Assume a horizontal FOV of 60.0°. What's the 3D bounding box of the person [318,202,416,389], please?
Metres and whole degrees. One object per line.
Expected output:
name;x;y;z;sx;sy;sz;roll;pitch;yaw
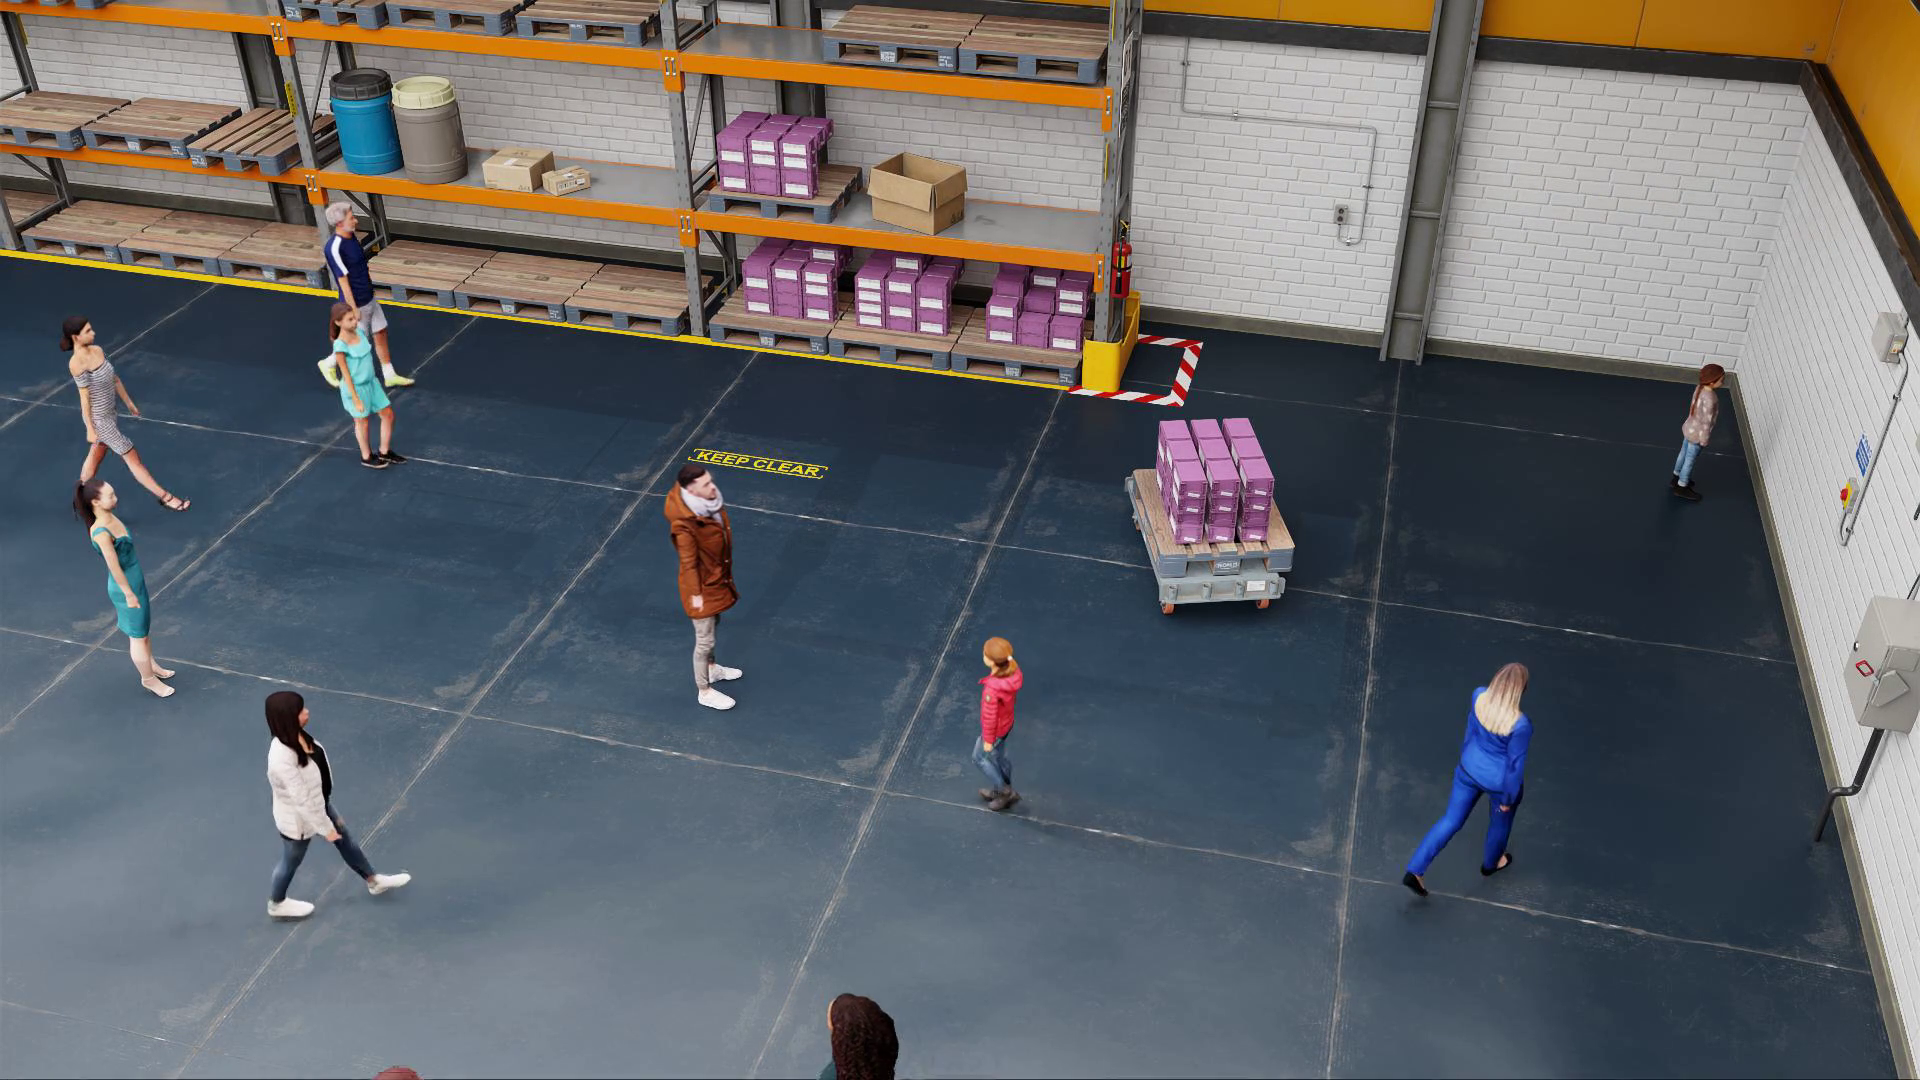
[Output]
person;-5.480;-2.152;14.913;1.113;1.819;0.776;1;34;2

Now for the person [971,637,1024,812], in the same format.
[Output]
person;0.289;1.182;10.359;0.595;1.308;0.575;16;37;22

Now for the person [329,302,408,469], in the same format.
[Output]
person;-5.060;-1.279;13.847;0.624;1.546;0.554;11;35;15

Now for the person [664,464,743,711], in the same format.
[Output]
person;-1.734;0.286;11.228;0.742;1.838;0.753;2;34;4

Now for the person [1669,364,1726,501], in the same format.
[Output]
person;6.029;-0.906;13.603;0.504;1.194;0.506;3;34;5

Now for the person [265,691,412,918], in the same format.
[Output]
person;-3.837;1.568;9.516;1.139;1.599;0.895;-5;34;-7

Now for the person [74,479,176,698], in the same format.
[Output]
person;-5.665;0.320;11.309;0.647;1.692;0.622;-11;35;-17

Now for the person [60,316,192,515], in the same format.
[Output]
person;-6.830;-0.906;13.088;1.209;1.764;0.886;-4;34;-5

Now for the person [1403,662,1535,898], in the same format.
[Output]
person;2.992;1.427;9.663;1.139;1.670;1.103;-20;39;-27

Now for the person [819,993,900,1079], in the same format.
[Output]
person;-0.397;2.774;7.729;1.114;1.569;0.667;12;36;18
